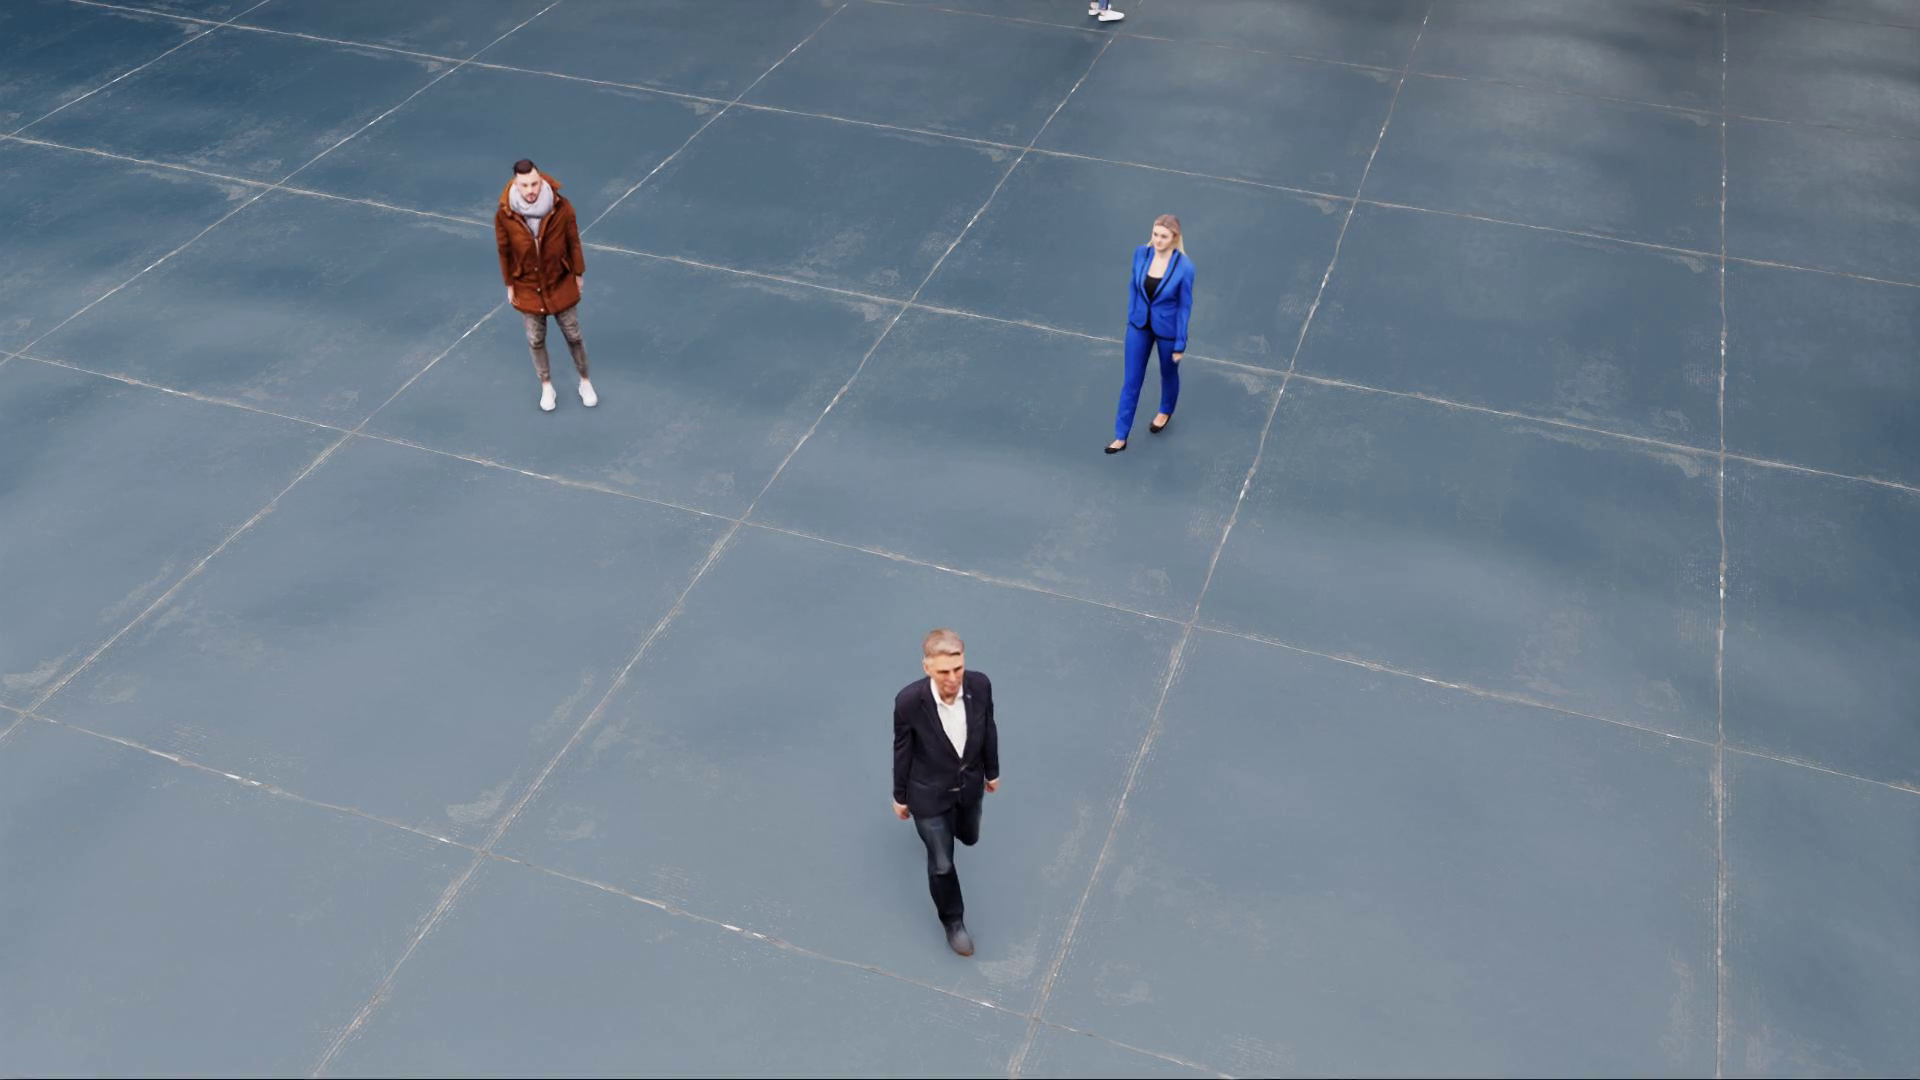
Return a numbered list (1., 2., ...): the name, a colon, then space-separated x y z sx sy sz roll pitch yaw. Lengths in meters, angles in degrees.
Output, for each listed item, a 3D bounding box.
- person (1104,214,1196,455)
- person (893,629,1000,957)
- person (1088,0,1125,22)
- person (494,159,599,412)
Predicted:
1. person: 1.368 -1.426 11.126 0.767 1.671 1.067 20 42 23
2. person: -0.083 1.084 7.817 1.076 1.795 1.161 -14 40 -17
3. person: 1.519 -6.338 17.308 0.724 1.789 0.658 -14 40 -18
4. person: -2.871 -1.770 11.432 0.867 1.835 0.908 -8 39 -11
